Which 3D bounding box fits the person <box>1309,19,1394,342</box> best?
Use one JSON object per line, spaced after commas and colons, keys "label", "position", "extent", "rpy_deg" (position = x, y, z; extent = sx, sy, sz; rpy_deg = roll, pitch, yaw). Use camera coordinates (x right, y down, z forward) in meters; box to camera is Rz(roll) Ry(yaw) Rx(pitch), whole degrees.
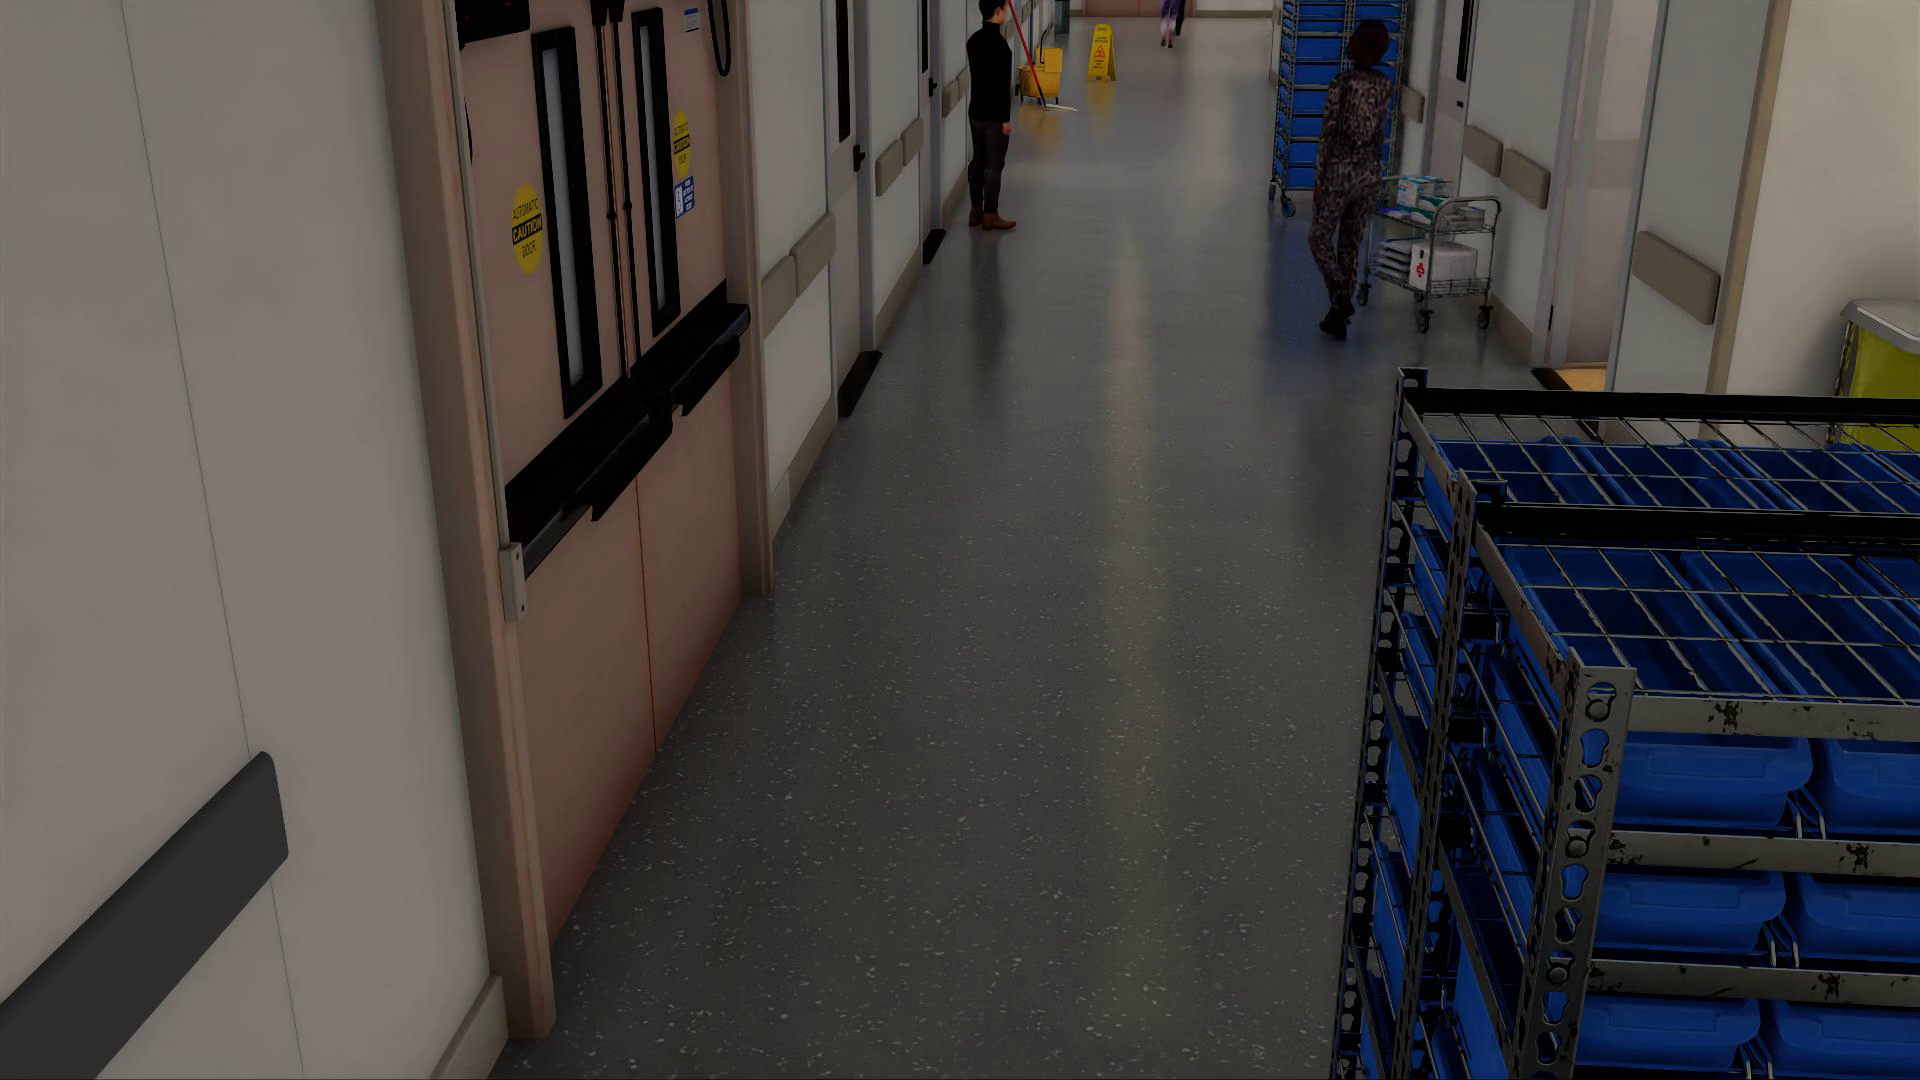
{"label": "person", "position": [2.159, -1.904, 8.969], "extent": [0.696, 1.699, 0.767], "rpy_deg": [-6, 22, -16]}

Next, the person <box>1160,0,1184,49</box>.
{"label": "person", "position": [3.632, -9.354, 28.571], "extent": [0.600, 1.747, 0.920], "rpy_deg": [0, 21, 1]}

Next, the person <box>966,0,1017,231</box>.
{"label": "person", "position": [0.217, -3.181, 12.304], "extent": [0.781, 1.723, 0.674], "rpy_deg": [-11, 23, -27]}
